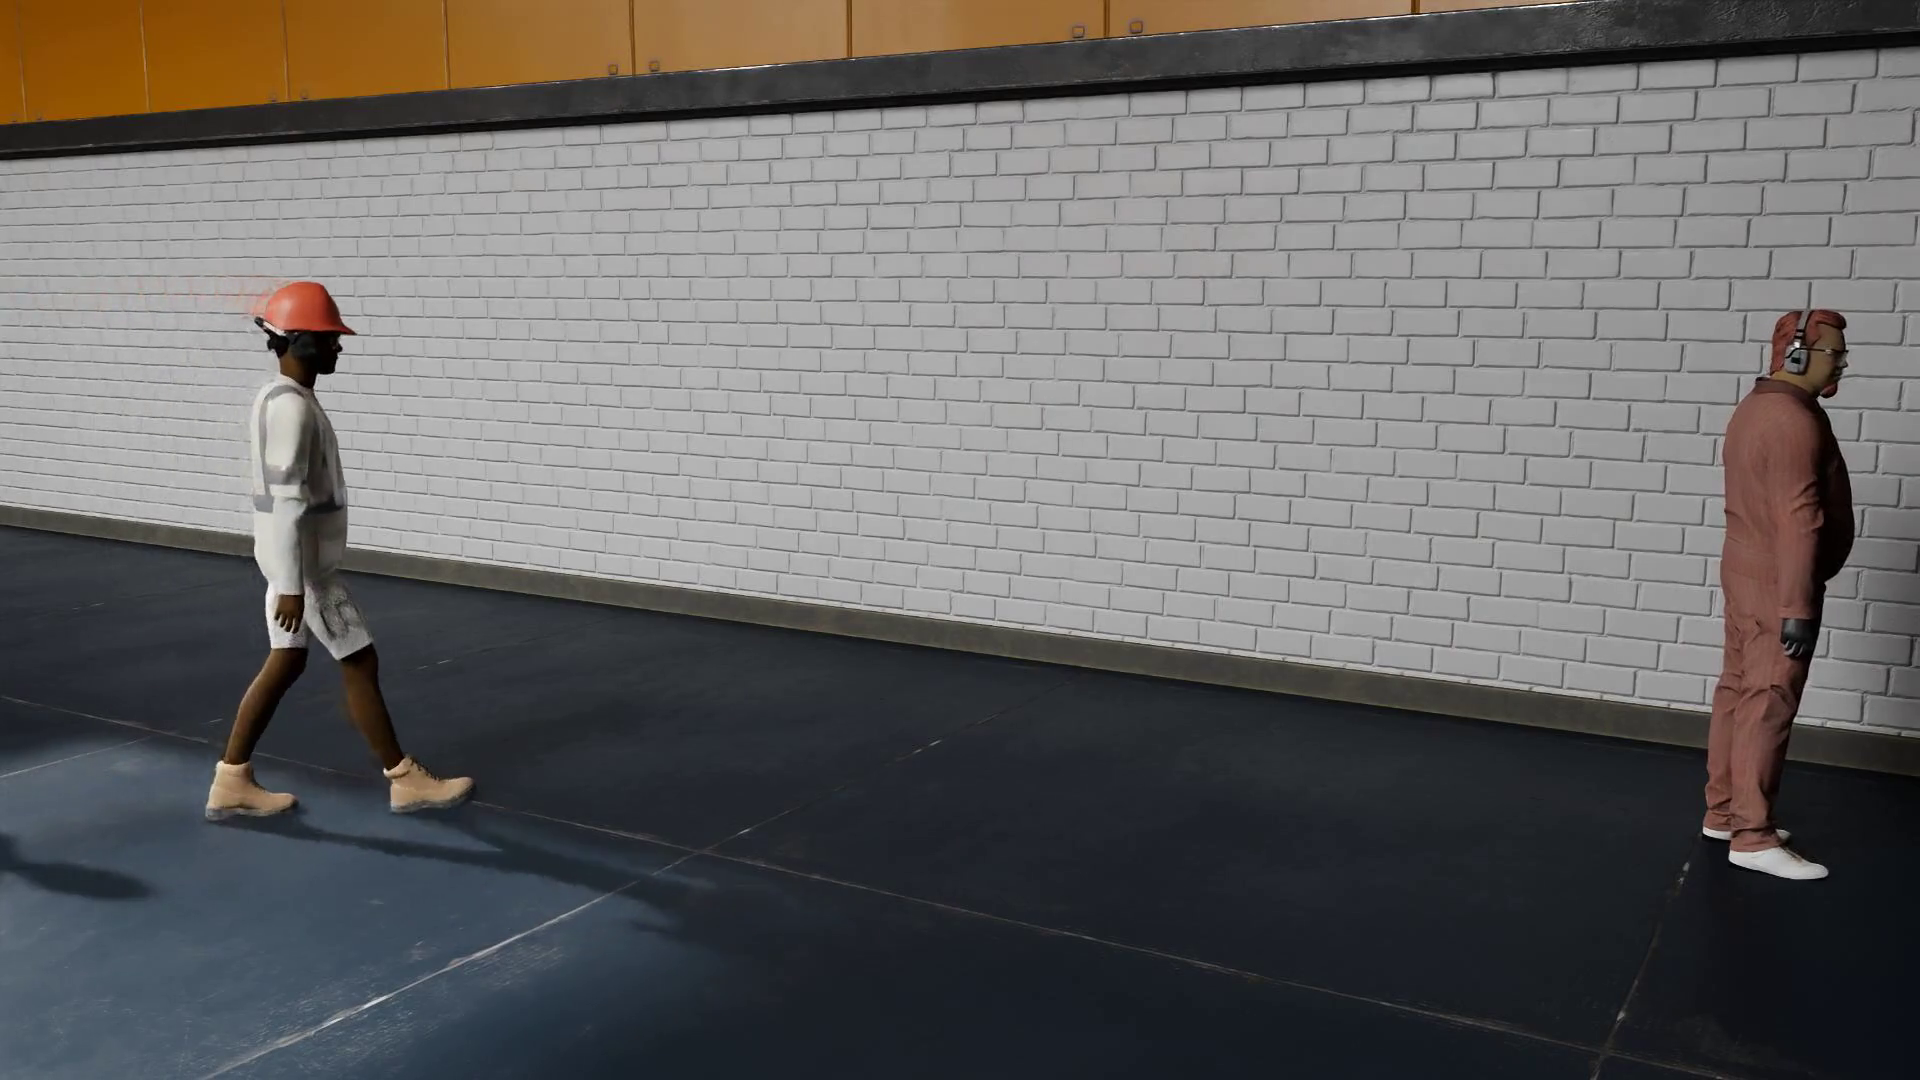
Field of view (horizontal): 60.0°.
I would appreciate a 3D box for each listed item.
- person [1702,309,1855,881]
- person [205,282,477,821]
[{"bbox_3d":[2.805,0.174,5.660,0.400,1.905,0.644,2,9,12],"label":"person"},{"bbox_3d":[-2.365,0.057,6.130,0.954,1.998,0.629,-4,10,-25],"label":"person"}]
